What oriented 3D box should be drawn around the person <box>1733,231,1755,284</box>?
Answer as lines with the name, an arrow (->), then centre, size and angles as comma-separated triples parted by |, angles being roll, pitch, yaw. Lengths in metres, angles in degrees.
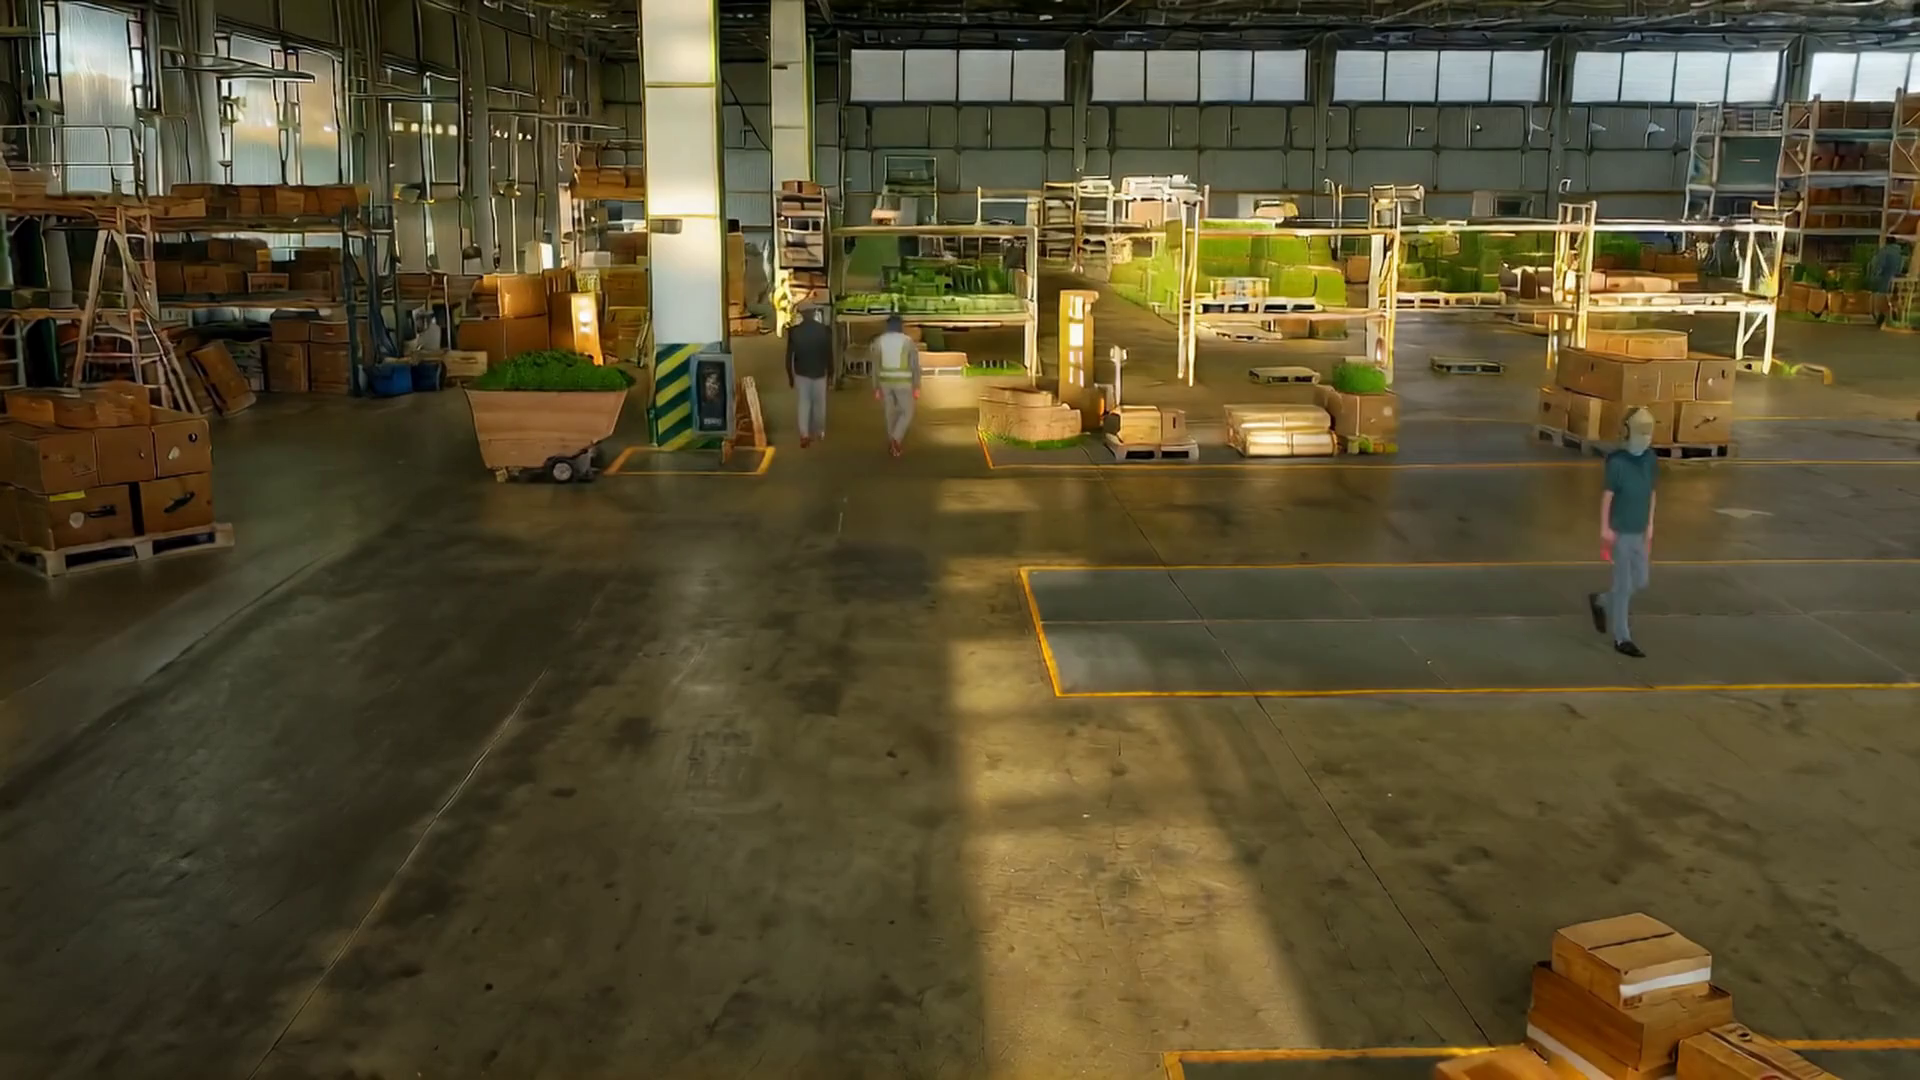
person -> 25.074, -9.157, 53.260 | 0.636, 1.917, 0.716 | 1, 13, 6

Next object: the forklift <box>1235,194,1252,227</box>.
forklift -> 9.319, -9.986, 54.809 | 1.873, 2.768, 1.129 | 0, 12, -2

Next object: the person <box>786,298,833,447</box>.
person -> -1.981, -2.199, 21.833 | 0.625, 1.934, 1.051 | 0, 12, 0

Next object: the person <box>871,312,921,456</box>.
person -> -0.805, -1.933, 20.843 | 0.644, 1.828, 0.573 | 5, 13, 21

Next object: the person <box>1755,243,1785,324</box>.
person -> 19.262, -6.113, 39.579 | 0.625, 1.880, 0.910 | 6, 14, 26

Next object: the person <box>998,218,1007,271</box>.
person -> 1.580, -10.702, 60.230 | 0.390, 1.927, 0.547 | 2, 13, 11

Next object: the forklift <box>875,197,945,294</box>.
forklift -> -1.451, -8.633, 48.698 | 1.873, 2.768, 1.129 | 2, 13, 11

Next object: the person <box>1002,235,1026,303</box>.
person -> 1.435, -7.200, 44.396 | 0.626, 1.927, 0.545 | -1, 13, -4

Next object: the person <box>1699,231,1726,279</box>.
person -> 25.265, -9.540, 55.684 | 0.770, 1.614, 0.522 | 2, 13, 8

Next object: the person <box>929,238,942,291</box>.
person -> -0.661, -7.608, 46.705 | 0.544, 1.725, 0.496 | -7, 14, -29

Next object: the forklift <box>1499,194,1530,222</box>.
forklift -> 18.441, -10.166, 55.622 | 1.129, 2.768, 1.873 | 0, 12, -2

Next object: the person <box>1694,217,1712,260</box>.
person -> 27.303, -10.939, 61.128 | 0.395, 1.993, 0.614 | -11, 16, -40

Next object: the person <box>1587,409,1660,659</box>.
person -> 4.942, -0.077, 12.416 | 0.517, 1.854, 0.649 | -4, 13, -19

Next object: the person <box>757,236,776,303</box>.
person -> -5.230, -7.335, 45.244 | 0.744, 1.827, 0.525 | -12, 17, -42

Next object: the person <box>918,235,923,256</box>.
person -> -1.488, -8.976, 52.392 | 0.629, 1.940, 0.376 | -1, 13, -6

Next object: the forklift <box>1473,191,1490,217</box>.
forklift -> 19.639, -11.771, 62.867 | 1.873, 2.768, 1.129 | 0, 12, -2

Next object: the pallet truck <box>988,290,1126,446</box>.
pallet truck -> 1.257, -2.299, 22.111 | 1.885, 1.965, 0.823 | -9, 15, -35
